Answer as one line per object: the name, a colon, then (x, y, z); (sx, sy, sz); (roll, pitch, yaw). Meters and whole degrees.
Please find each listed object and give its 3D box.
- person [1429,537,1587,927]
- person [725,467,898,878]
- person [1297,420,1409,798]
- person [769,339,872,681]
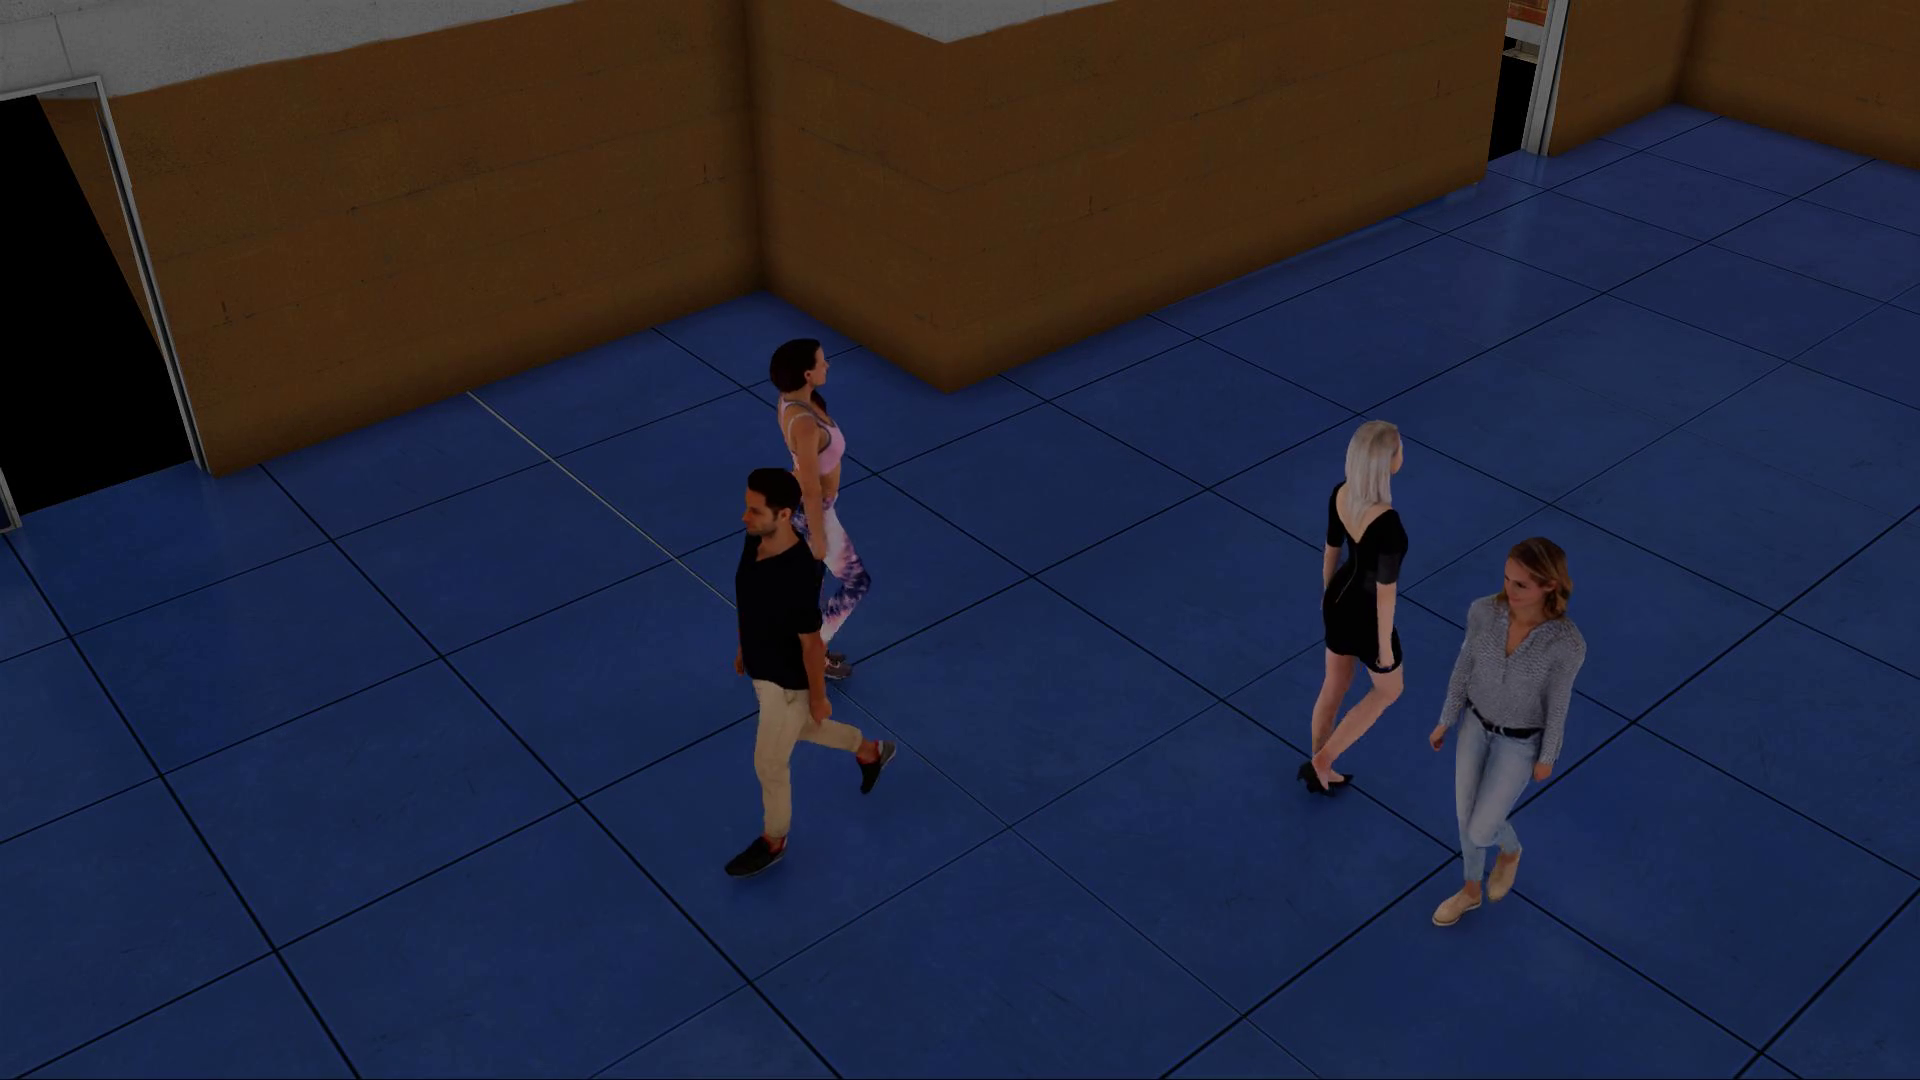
person: (2.079, 0.713, 6.254); (0.656, 1.780, 0.615); (-25, 41, -32)
person: (-0.610, 0.484, 6.529); (0.856, 1.833, 1.066); (-17, 37, -23)
person: (1.536, 0.361, 6.749); (0.741, 1.818, 0.662); (-16, 37, -22)
person: (-0.743, -0.076, 7.464); (0.758, 1.753, 0.651); (-11, 35, -17)
